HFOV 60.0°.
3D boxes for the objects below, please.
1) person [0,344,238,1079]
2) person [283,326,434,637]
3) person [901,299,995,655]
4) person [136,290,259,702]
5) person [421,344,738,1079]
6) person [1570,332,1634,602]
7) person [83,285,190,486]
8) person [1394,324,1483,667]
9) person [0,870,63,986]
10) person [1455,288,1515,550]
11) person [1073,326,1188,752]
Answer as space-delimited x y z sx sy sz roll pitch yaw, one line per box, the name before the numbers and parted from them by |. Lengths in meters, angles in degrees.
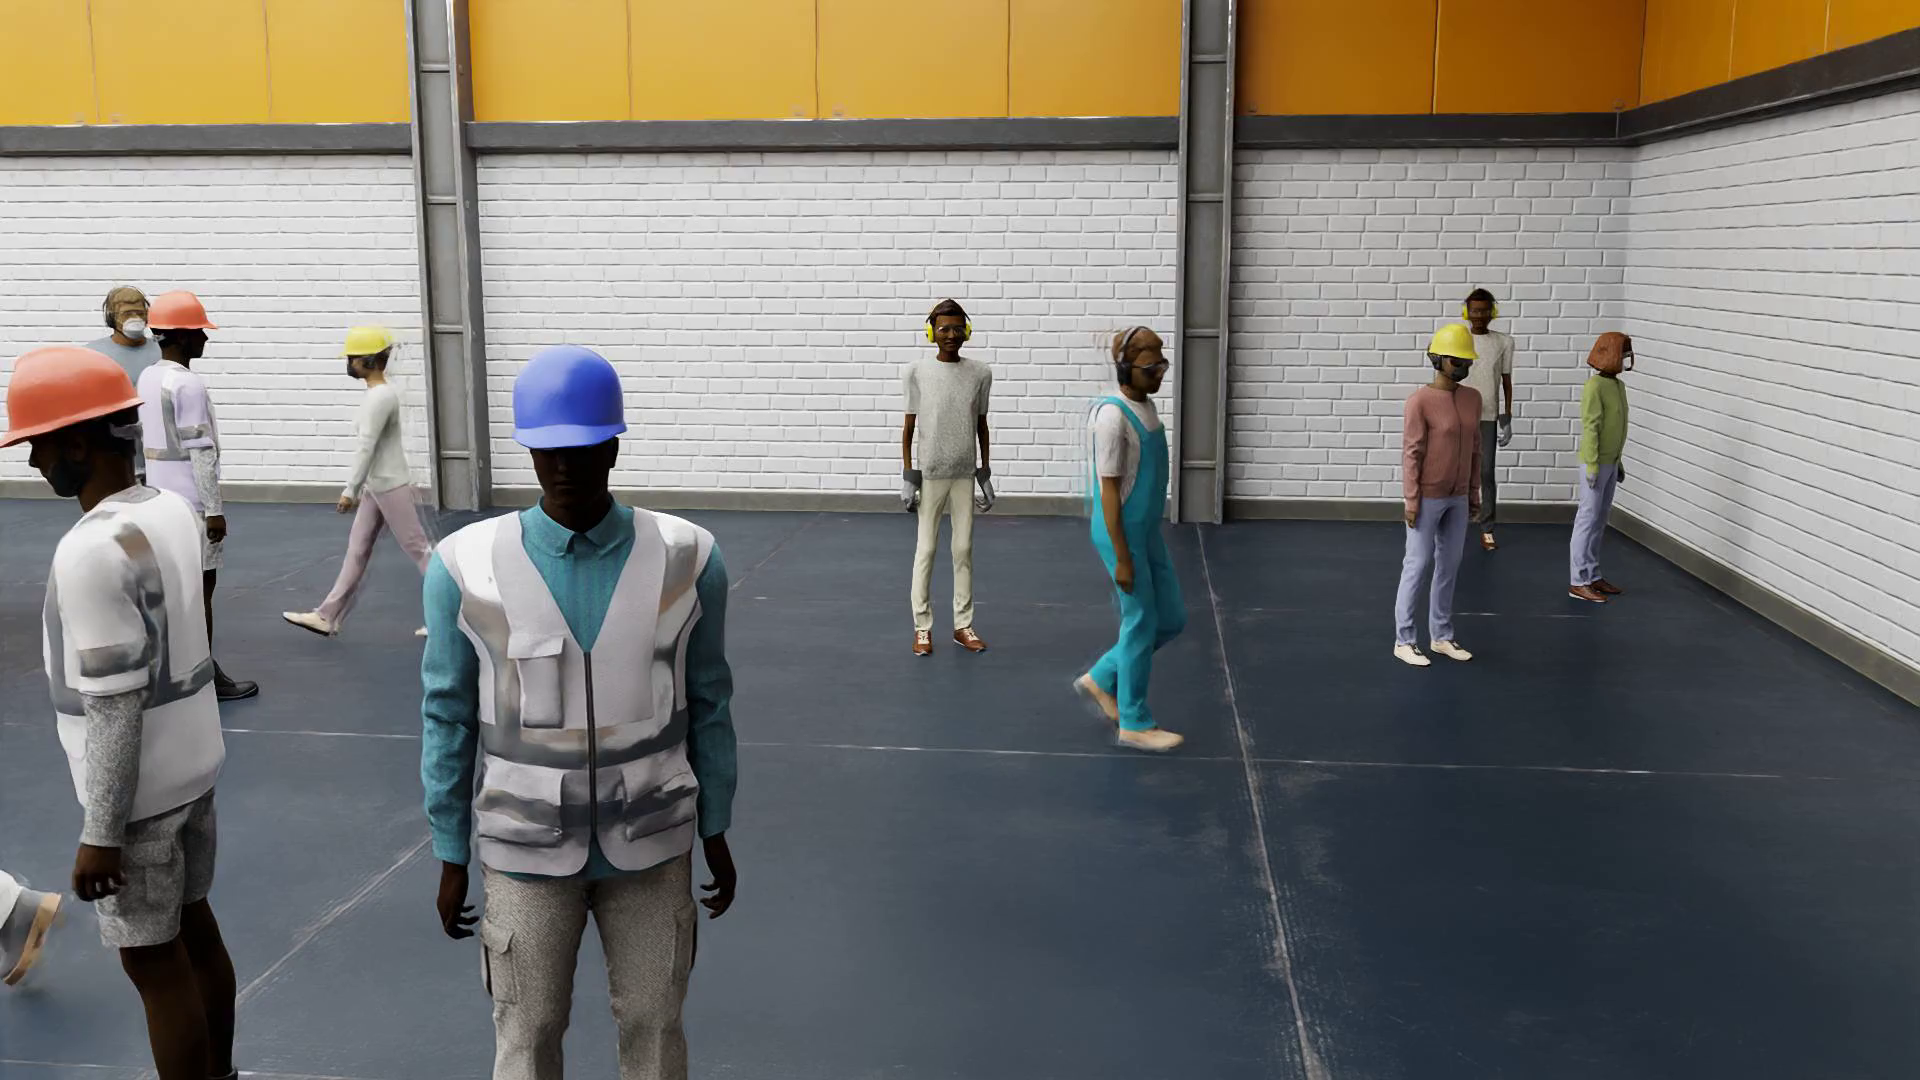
person | -1.842 0.534 3.678 0.383 1.927 0.543 -1 10 -7
person | -3.188 -0.293 9.016 0.954 1.709 0.527 -3 10 -19
person | -0.062 -0.328 8.780 0.513 1.872 0.328 -3 10 -17
person | -3.620 -0.196 7.832 0.545 1.938 0.358 8 13 39
person | -0.744 0.587 3.315 0.614 1.946 0.389 -3 10 -17
person | 3.931 -0.451 10.158 0.279 1.634 0.498 8 13 39
person | -4.422 -0.394 8.961 0.372 1.940 0.631 9 13 40
person | 2.472 -0.225 8.519 0.519 1.756 0.338 -6 12 -32
person | -3.031 0.398 4.692 0.844 1.857 0.583 -1 10 -3
person | 3.665 -0.852 11.824 0.505 1.861 0.321 2 10 14
person | 0.726 0.013 6.967 0.452 1.818 0.554 5 11 24
